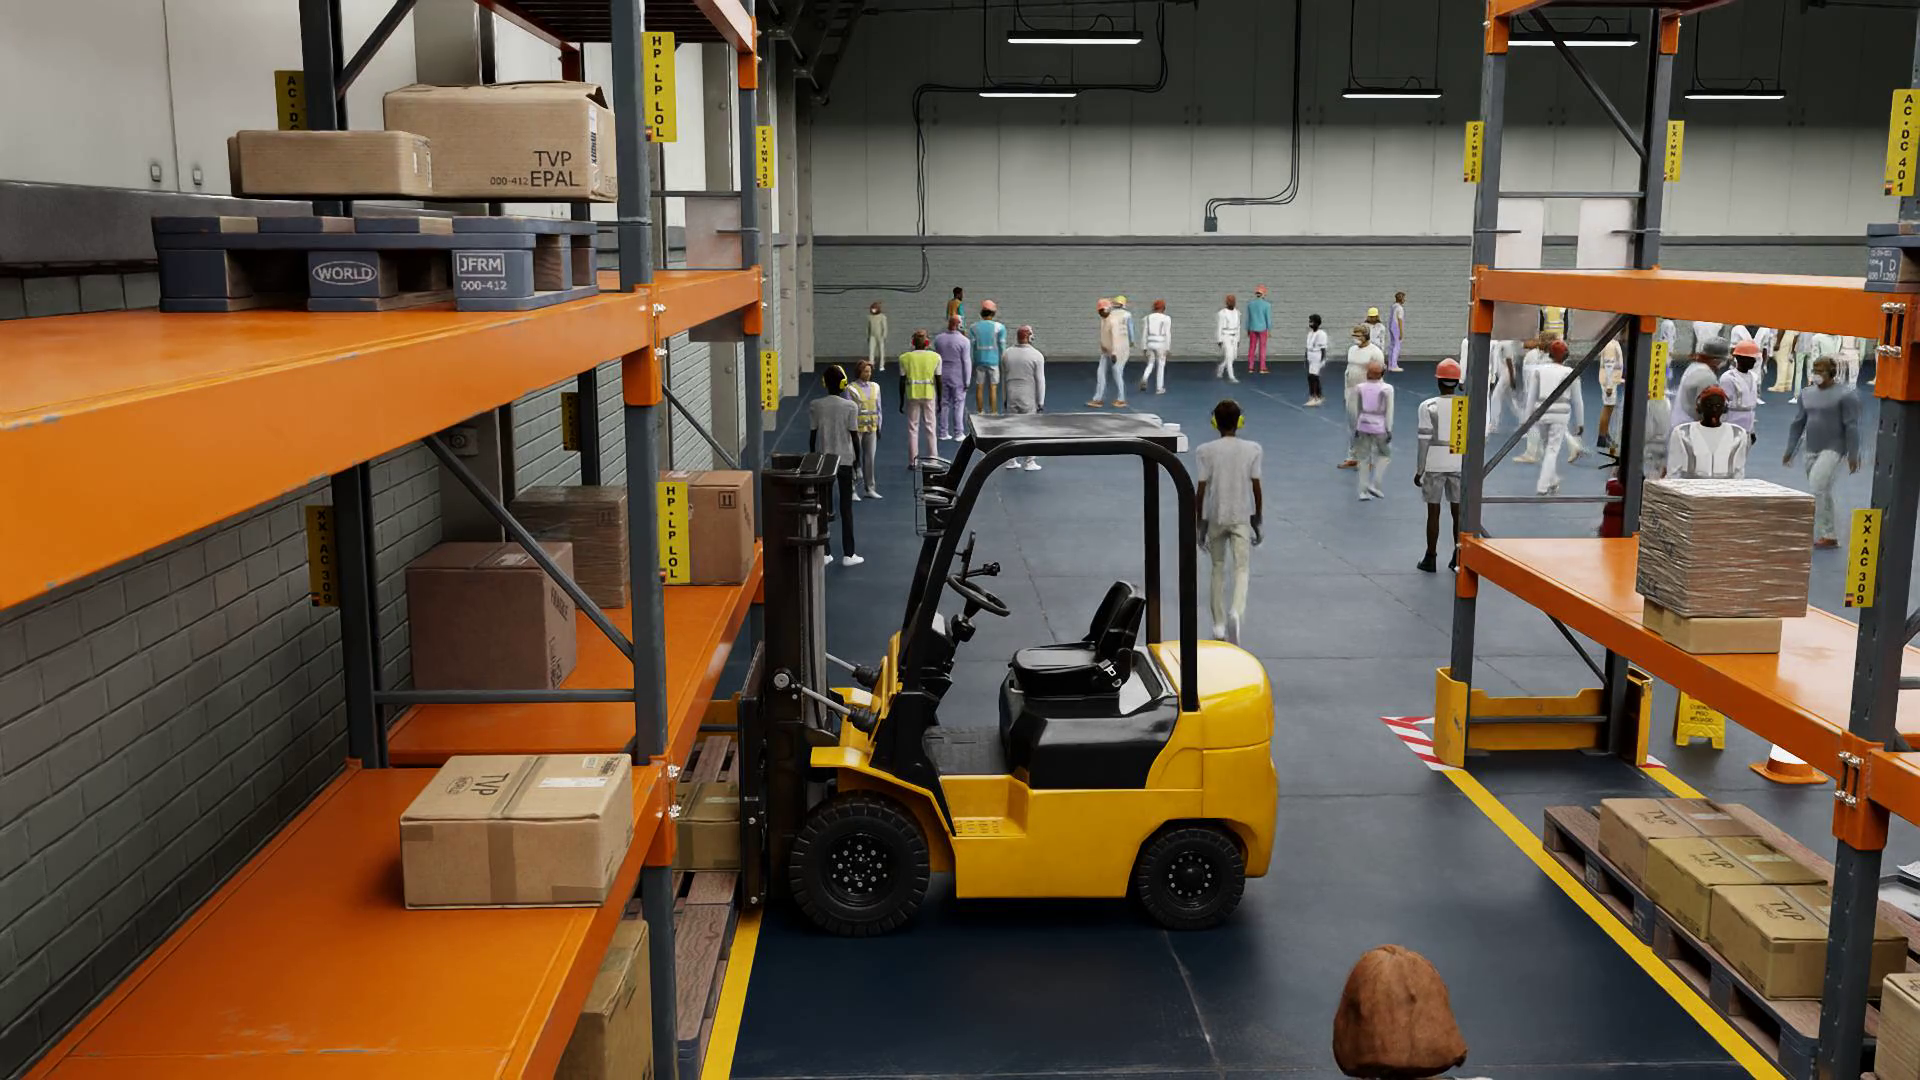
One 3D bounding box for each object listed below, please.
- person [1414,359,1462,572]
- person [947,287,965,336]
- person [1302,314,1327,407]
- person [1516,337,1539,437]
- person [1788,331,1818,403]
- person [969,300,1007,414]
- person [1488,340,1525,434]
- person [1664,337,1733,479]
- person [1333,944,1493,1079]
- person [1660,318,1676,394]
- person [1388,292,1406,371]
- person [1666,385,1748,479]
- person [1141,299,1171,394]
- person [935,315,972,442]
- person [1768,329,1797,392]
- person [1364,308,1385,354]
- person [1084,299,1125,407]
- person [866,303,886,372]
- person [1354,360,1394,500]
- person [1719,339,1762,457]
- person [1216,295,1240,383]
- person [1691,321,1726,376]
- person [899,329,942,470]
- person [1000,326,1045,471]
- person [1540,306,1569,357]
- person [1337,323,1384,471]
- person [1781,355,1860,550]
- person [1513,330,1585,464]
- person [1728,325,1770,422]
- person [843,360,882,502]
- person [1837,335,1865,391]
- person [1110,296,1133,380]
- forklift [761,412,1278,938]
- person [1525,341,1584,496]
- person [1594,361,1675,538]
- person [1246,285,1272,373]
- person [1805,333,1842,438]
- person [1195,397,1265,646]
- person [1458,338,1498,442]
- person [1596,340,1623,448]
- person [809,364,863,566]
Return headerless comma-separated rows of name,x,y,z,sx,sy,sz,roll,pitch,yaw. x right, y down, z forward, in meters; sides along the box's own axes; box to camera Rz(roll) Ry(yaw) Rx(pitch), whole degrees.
person,4.388,-0.670,15.074,0.542,1.939,0.361,0,10,-2
person,-0.104,-5.023,39.387,0.370,1.915,0.597,-7,12,-34
person,6.347,-3.236,30.070,0.593,1.676,0.559,-3,11,-16
person,8.693,-2.364,25.381,0.389,1.616,0.509,3,11,16
person,15.622,-3.449,30.774,0.519,1.865,0.331,1,10,5
person,0.449,-2.904,27.301,0.673,2.023,0.552,1,10,8
person,8.530,-2.521,25.828,0.811,1.803,0.527,1,10,6
person,8.013,-1.233,17.930,0.938,2.000,0.732,3,11,15
person,0.861,1.593,3.316,0.498,1.633,0.278,-5,11,-24
person,13.943,-3.740,32.750,0.317,1.734,0.483,1,10,5
person,10.103,-4.810,38.439,0.341,1.838,0.501,-1,10,-8
person,5.813,-0.268,12.991,0.585,1.882,0.343,2,10,9
person,3.843,-3.800,32.713,0.594,1.870,0.535,8,13,37
person,-0.078,-2.426,24.985,0.656,1.899,0.396,8,13,37
person,16.488,-3.998,33.331,0.683,2.000,0.536,-8,13,-37
person,7.819,-3.540,31.606,0.486,1.744,0.310,1,10,4
person,2.634,-3.371,30.098,0.825,1.945,0.698,-4,11,-23
person,-1.932,-4.674,38.369,0.505,1.584,0.859,2,10,13
person,4.789,-1.262,19.219,0.537,1.621,0.421,10,14,43
person,8.505,-1.219,18.146,0.552,1.935,0.361,-6,12,-30
person,5.721,-4.302,35.528,0.583,1.864,0.712,-6,12,-31
person,13.651,-3.384,30.391,0.604,1.938,0.608,-8,13,-39
person,-0.516,-1.823,21.777,0.577,1.847,0.400,0,10,0
person,0.842,-1.855,21.811,0.636,1.900,0.399,6,12,30
person,13.496,-4.701,37.806,0.627,1.844,0.429,5,11,25
person,5.250,-1.867,21.761,0.371,1.935,0.627,-5,12,-28
person,8.198,-0.822,16.009,0.909,1.900,0.662,-3,11,-18
person,7.953,-1.906,22.319,0.835,1.819,0.519,6,12,29
person,13.066,-2.919,27.559,0.613,1.952,0.362,1,10,8
person,-1.128,-1.264,19.247,0.511,1.631,0.311,-8,13,-36
person,16.261,-3.274,30.413,0.315,1.640,0.514,-7,12,-35
person,3.454,-4.349,35.910,0.599,1.821,0.484,5,11,25
forklift,0.291,0.548,7.580,2.313,2.155,1.214,0,10,-2
person,6.974,-1.399,19.400,0.610,1.835,0.960,9,14,41
person,6.412,-0.763,15.662,0.615,1.922,0.872,-8,13,-37
person,6.838,-4.812,38.002,0.623,1.989,0.401,7,12,34
person,13.125,-2.490,25.278,0.596,1.916,0.373,-6,12,-29
person,1.996,-0.128,12.319,0.530,1.849,0.701,2,10,9
person,7.740,-2.396,24.868,0.578,1.878,0.343,-2,10,-9
person,9.502,-2.297,24.197,0.388,1.924,0.549,5,11,26
person,-1.142,-0.689,15.376,0.514,1.872,0.328,3,11,15
